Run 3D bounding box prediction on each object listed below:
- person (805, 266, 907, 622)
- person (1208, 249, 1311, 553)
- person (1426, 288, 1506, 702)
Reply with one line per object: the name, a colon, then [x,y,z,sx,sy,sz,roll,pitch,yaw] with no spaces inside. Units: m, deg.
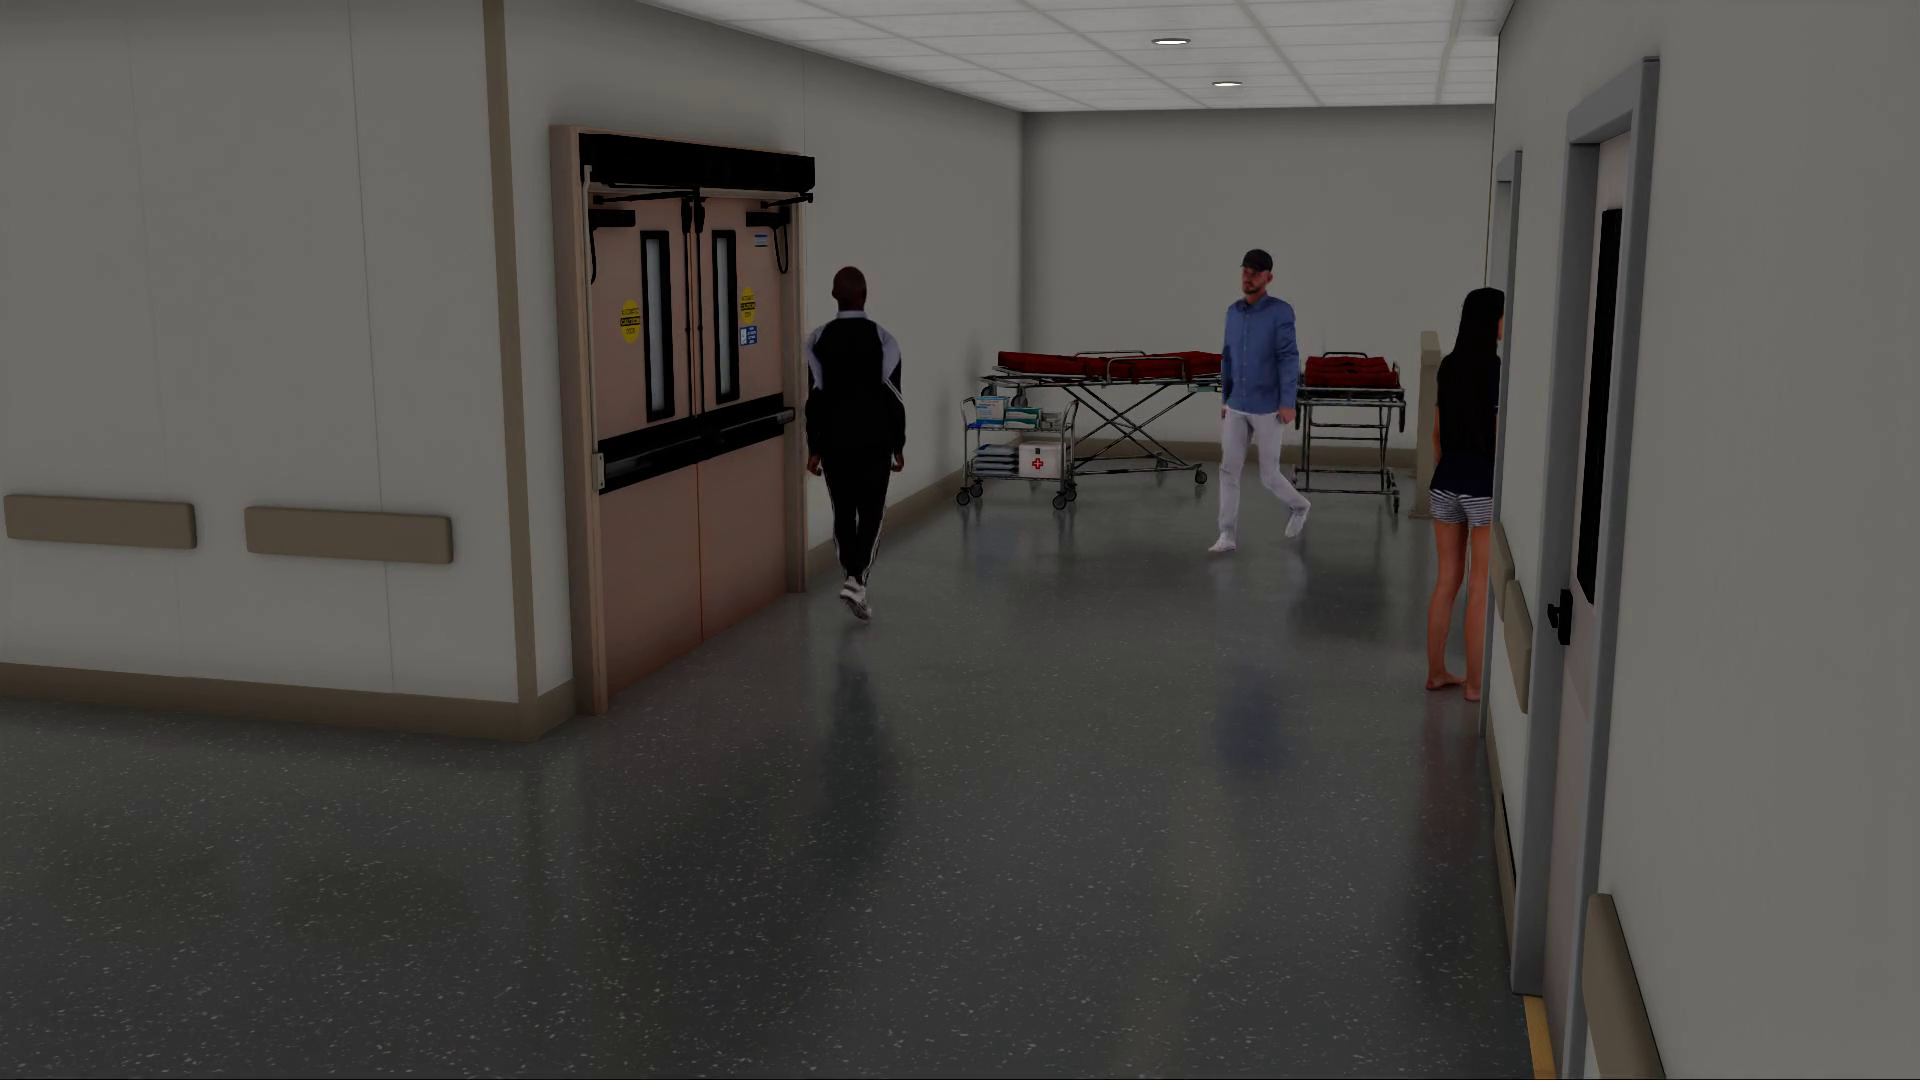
person: [-0.555,-0.494,8.620,0.720,1.810,1.131,2,11,12]
person: [1.896,-0.841,10.328,1.201,1.855,1.018,-10,15,-43]
person: [2.202,-0.196,7.172,0.717,1.765,0.659,-6,12,-30]
